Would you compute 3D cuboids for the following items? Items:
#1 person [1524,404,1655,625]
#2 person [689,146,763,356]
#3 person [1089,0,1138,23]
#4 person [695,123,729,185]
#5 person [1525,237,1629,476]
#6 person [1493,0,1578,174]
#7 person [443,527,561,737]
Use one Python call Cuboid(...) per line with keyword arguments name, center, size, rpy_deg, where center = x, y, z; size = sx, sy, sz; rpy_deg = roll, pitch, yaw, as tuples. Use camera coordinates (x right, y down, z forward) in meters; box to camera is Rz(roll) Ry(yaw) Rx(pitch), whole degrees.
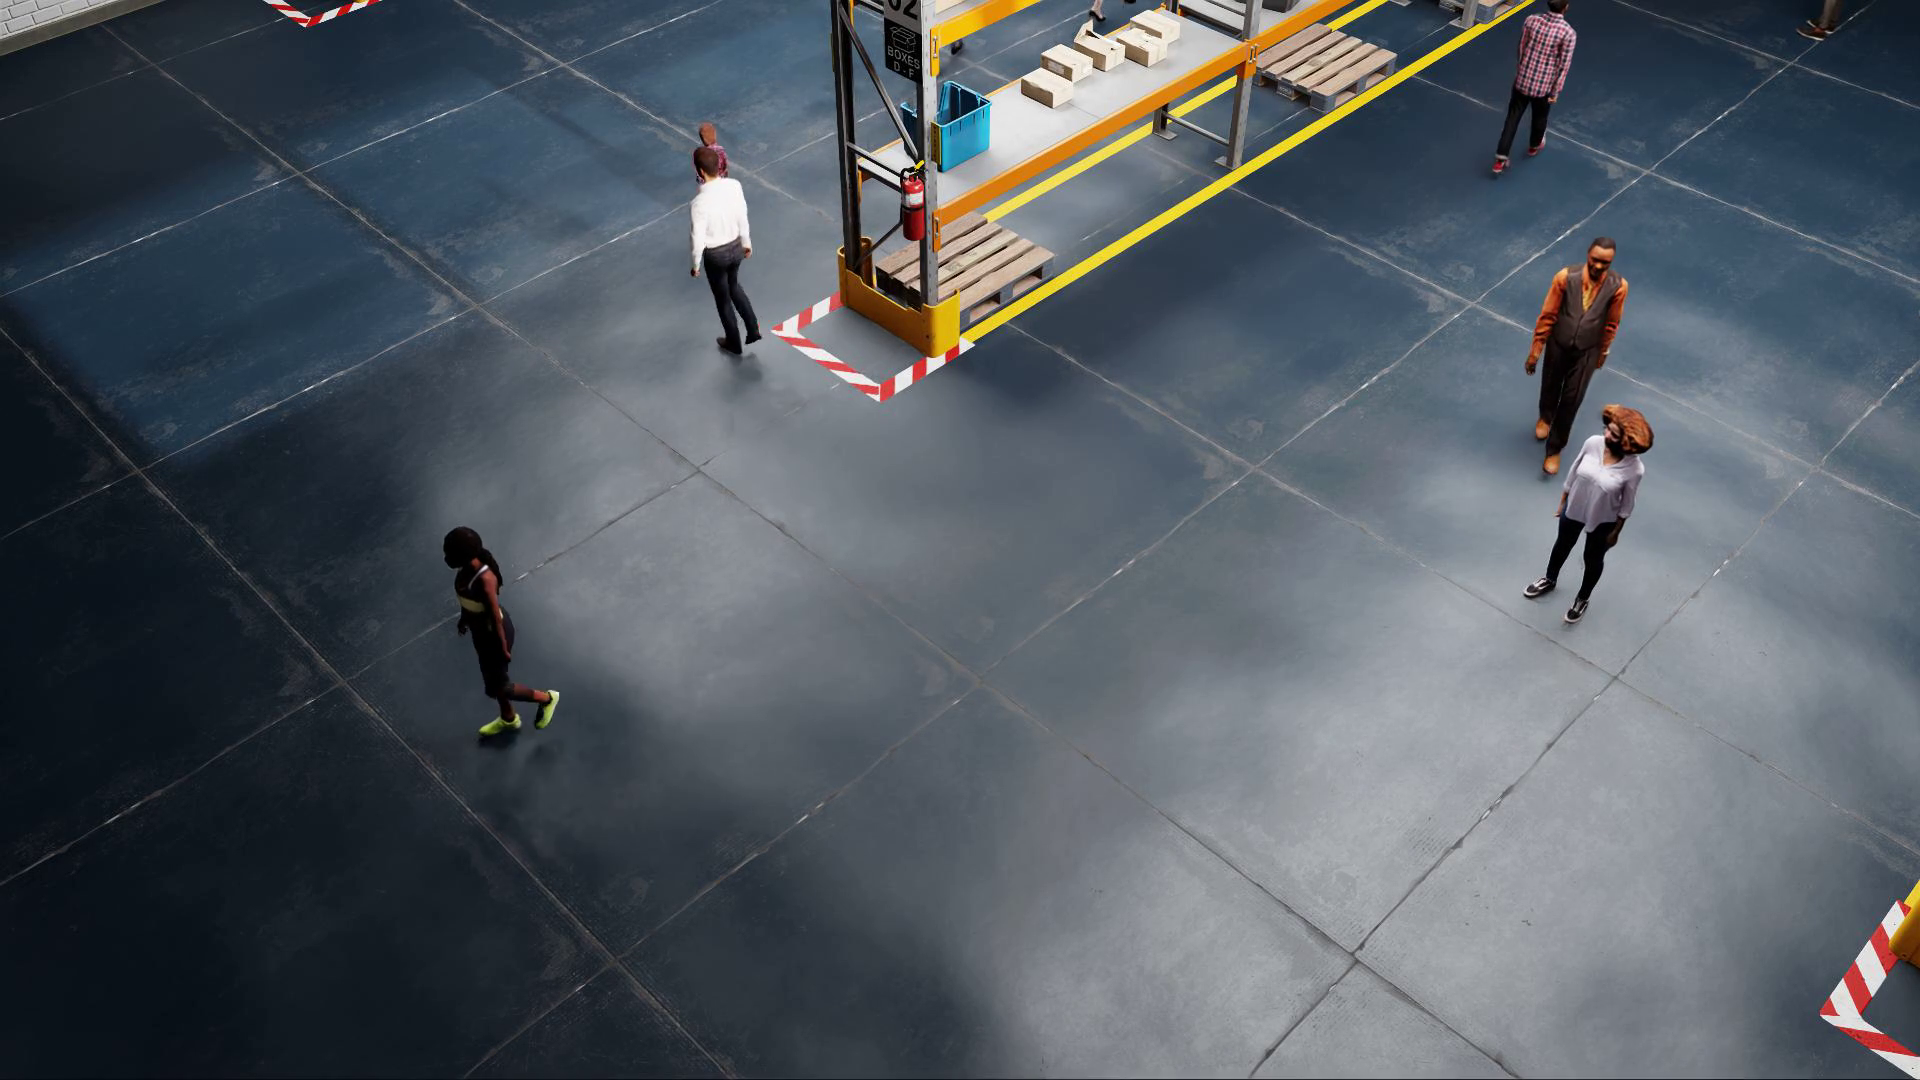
Cuboid(name="person", center=(4.200, -0.203, 10.988), size=(0.618, 1.714, 0.653), rpy_deg=(-30, 51, -27))
Cuboid(name="person", center=(-1.777, -2.184, 12.968), size=(0.746, 1.852, 0.643), rpy_deg=(33, 52, 30))
Cuboid(name="person", center=(1.542, -6.197, 17.219), size=(0.981, 1.798, 0.719), rpy_deg=(-27, 50, -25))
Cuboid(name="person", center=(-2.160, -3.162, 14.603), size=(0.522, 1.013, 0.561), rpy_deg=(-20, 47, -20))
Cuboid(name="person", center=(4.507, -1.480, 12.211), size=(0.916, 1.876, 1.107), rpy_deg=(19, 47, 19))
Cuboid(name="person", center=(5.184, -4.137, 15.111), size=(0.818, 1.723, 1.138), rpy_deg=(25, 49, 24))
Cuboid(name="person", center=(-2.800, 0.550, 10.175), size=(0.835, 1.744, 0.706), rpy_deg=(-21, 47, -20))
